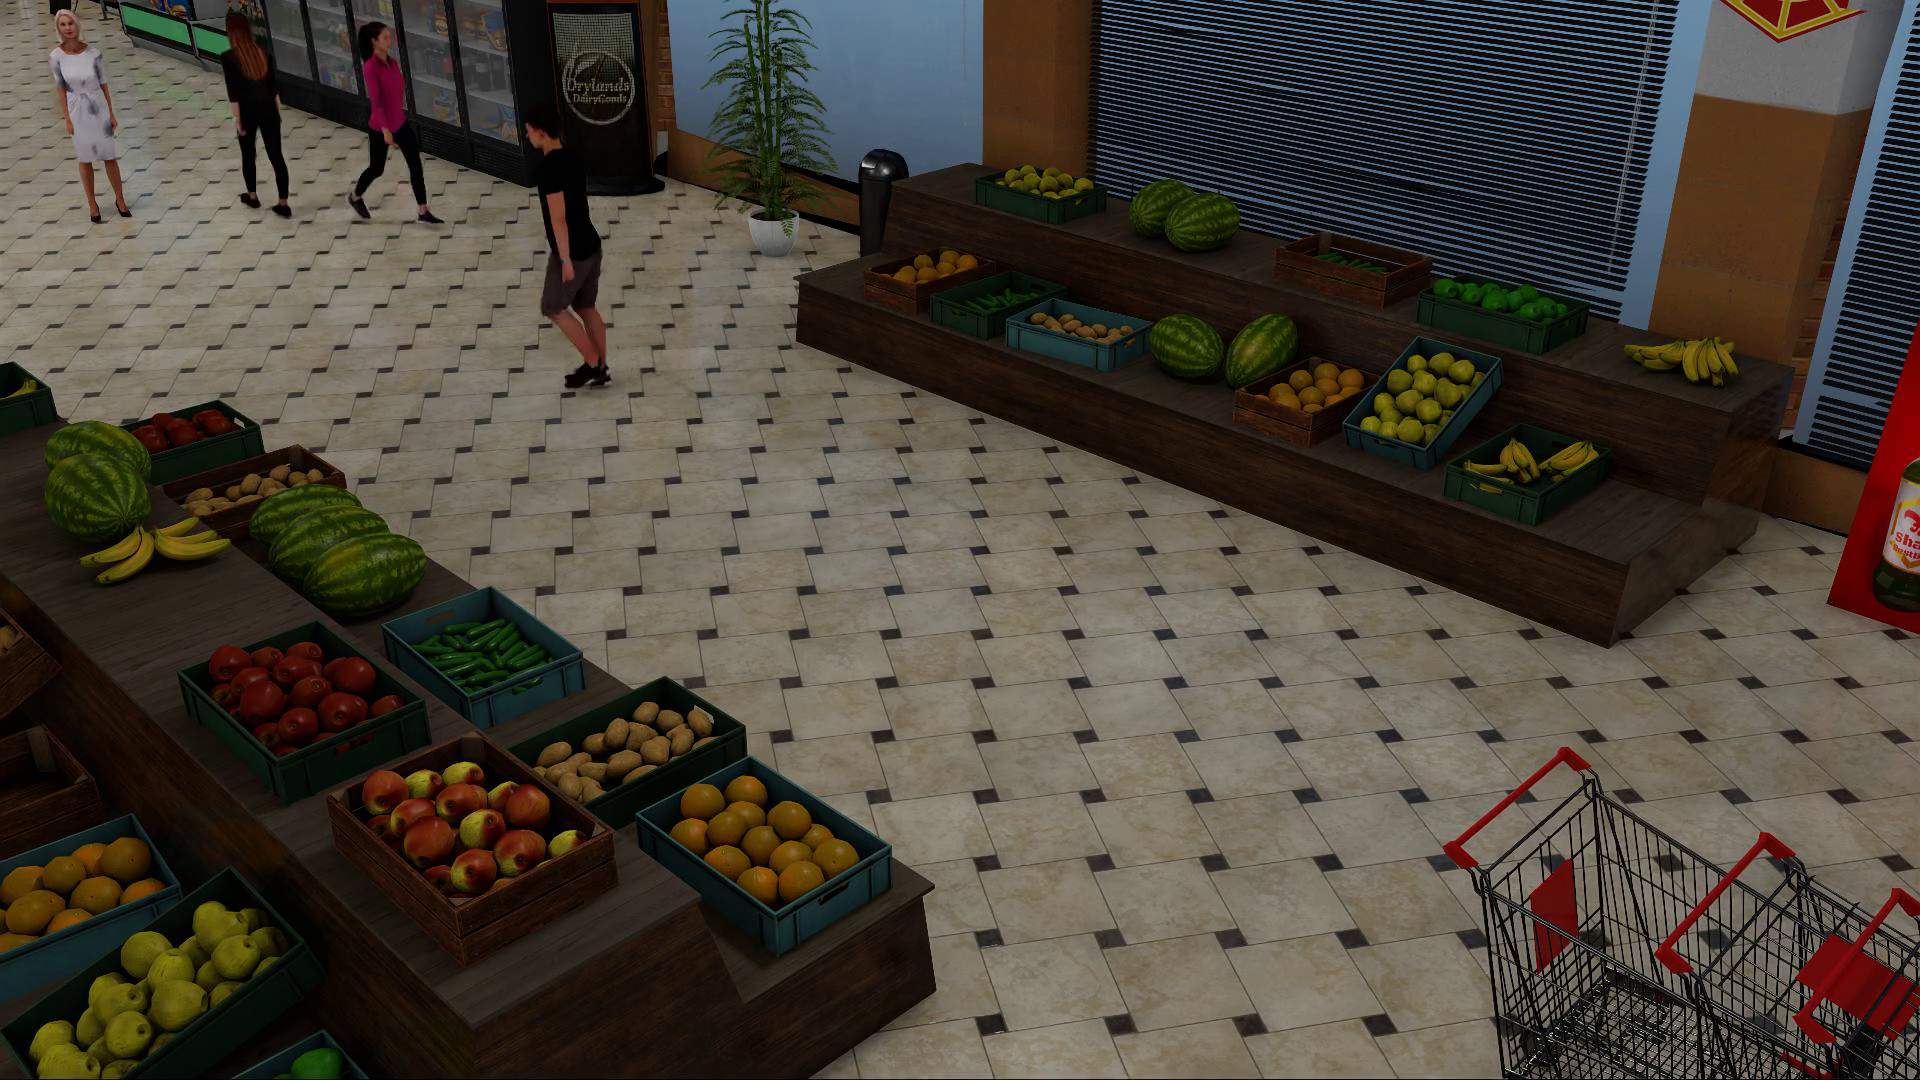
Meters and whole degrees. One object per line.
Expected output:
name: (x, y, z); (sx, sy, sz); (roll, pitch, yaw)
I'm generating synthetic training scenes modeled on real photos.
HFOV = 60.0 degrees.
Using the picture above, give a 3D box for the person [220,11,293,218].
person: (-5.934, -3.591, 14.160); (0.662, 1.687, 0.926); (-20, 33, -34)

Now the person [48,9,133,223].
person: (-7.401, -3.603, 14.112); (0.589, 1.751, 0.547); (-18, 32, -32)

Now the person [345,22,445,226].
person: (-4.845, -3.426, 13.859); (1.188, 1.663, 0.895); (10, 29, 19)

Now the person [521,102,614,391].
person: (-2.347, -1.827, 10.516); (0.840, 1.835, 0.799); (5, 27, 9)
